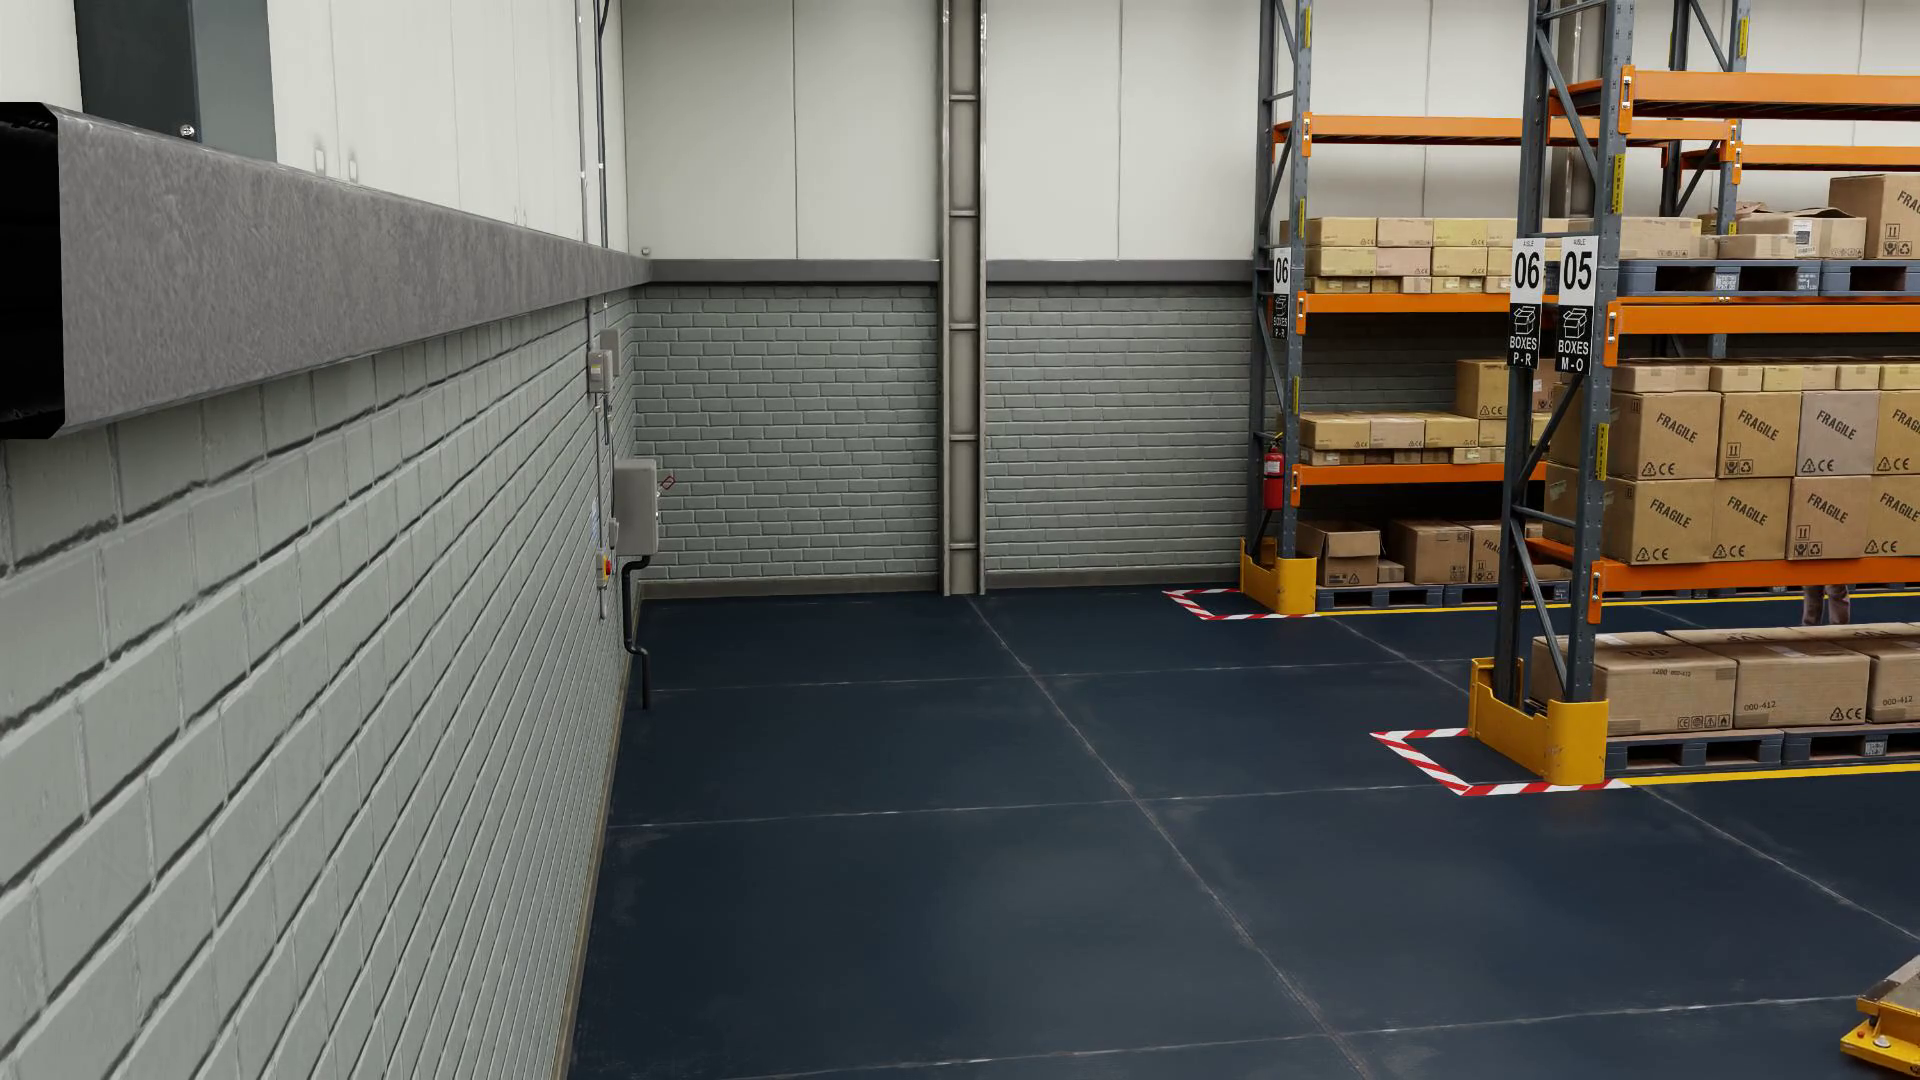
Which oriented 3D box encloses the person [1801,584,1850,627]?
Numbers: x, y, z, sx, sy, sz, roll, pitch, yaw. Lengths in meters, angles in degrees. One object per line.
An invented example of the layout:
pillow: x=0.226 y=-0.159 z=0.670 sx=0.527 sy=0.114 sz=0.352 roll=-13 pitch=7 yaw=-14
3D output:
person: x=6.602 y=-0.007 z=12.690 sx=0.392 sy=1.991 sz=0.612 roll=-2 pitch=9 yaw=-11

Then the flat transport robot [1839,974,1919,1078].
flat transport robot: x=4.115 y=1.842 z=6.580 sx=1.431 sy=0.197 sz=0.652 roll=-8 pitch=12 yaw=-41
